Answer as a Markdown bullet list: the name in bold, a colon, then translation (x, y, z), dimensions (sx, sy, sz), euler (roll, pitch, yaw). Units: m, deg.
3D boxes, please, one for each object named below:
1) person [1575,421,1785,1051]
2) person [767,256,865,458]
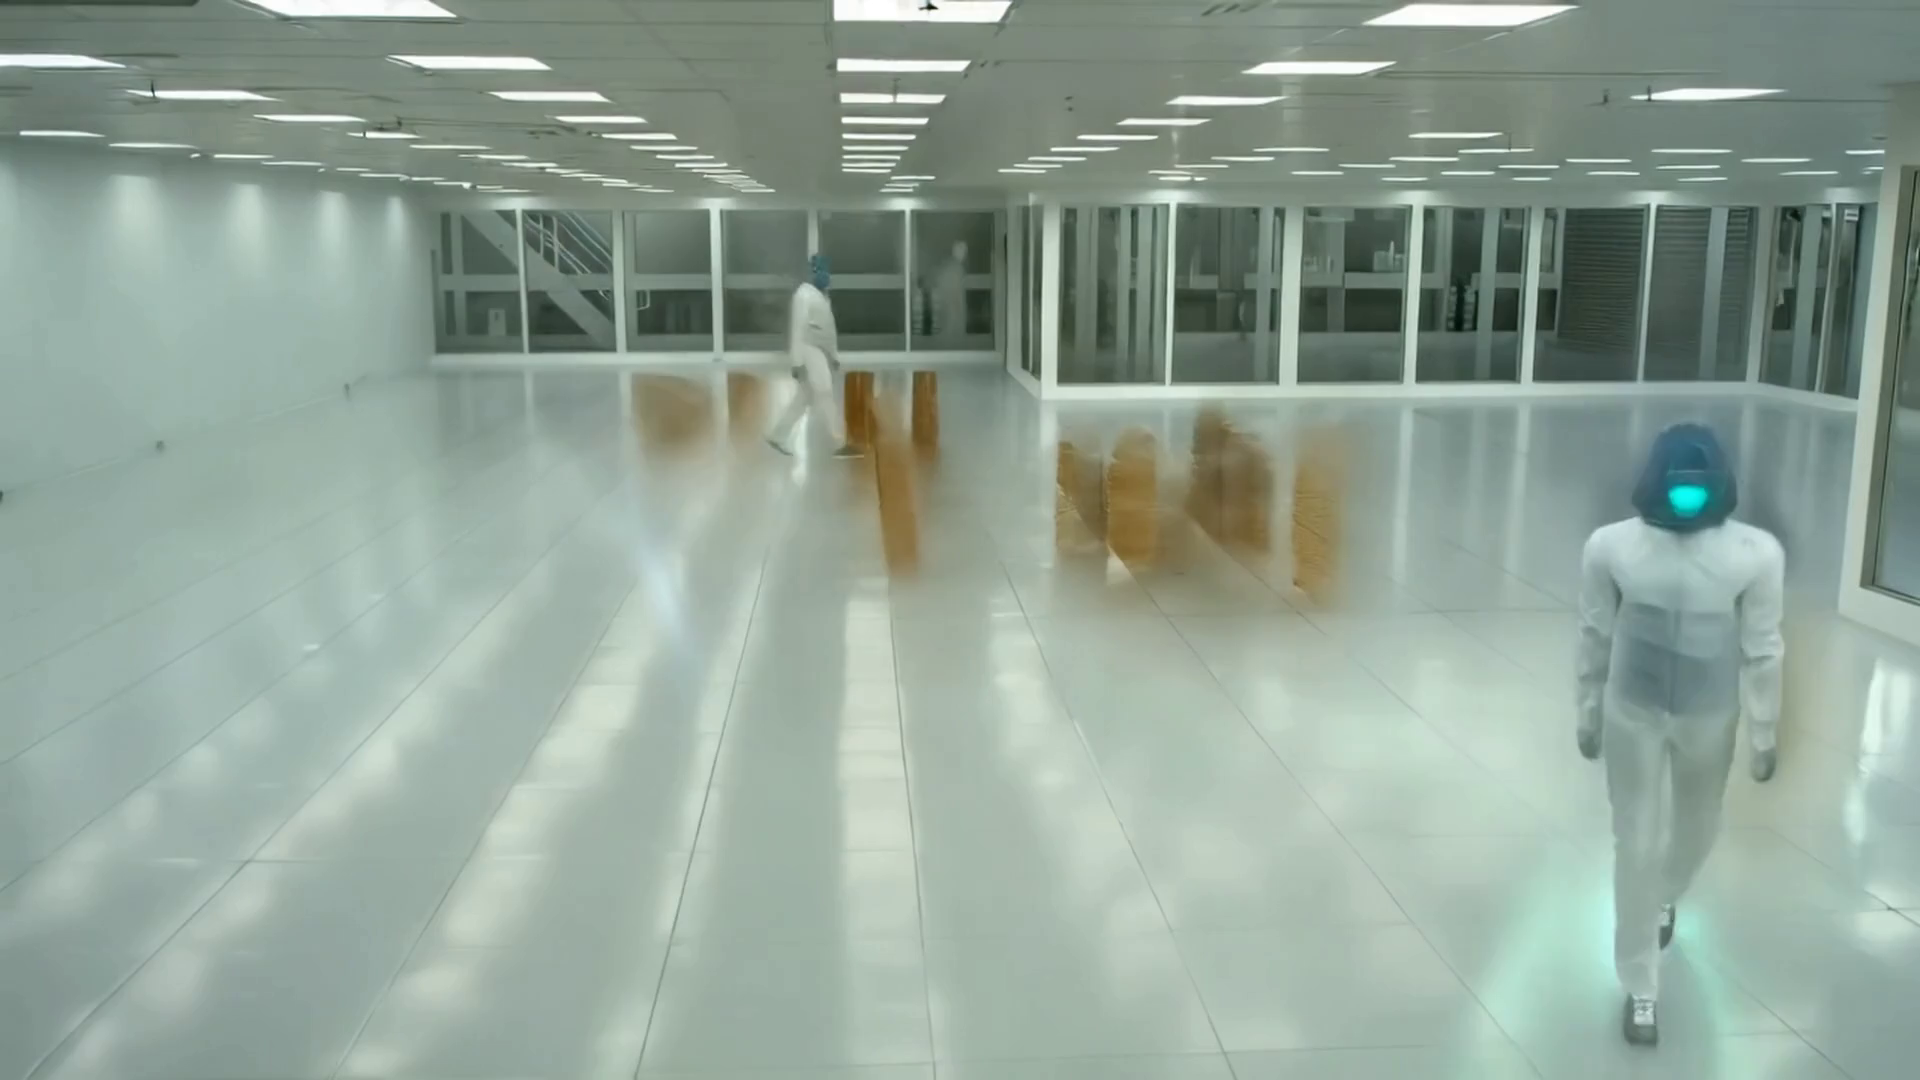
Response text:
- **person**: translation (1.914, 0.466, 4.479), dimensions (0.505, 1.606, 0.758), euler (4, 11, 19)
- **person**: translation (-1.385, -1.697, 15.463), dimensions (0.978, 1.866, 0.653), euler (2, 11, 13)
